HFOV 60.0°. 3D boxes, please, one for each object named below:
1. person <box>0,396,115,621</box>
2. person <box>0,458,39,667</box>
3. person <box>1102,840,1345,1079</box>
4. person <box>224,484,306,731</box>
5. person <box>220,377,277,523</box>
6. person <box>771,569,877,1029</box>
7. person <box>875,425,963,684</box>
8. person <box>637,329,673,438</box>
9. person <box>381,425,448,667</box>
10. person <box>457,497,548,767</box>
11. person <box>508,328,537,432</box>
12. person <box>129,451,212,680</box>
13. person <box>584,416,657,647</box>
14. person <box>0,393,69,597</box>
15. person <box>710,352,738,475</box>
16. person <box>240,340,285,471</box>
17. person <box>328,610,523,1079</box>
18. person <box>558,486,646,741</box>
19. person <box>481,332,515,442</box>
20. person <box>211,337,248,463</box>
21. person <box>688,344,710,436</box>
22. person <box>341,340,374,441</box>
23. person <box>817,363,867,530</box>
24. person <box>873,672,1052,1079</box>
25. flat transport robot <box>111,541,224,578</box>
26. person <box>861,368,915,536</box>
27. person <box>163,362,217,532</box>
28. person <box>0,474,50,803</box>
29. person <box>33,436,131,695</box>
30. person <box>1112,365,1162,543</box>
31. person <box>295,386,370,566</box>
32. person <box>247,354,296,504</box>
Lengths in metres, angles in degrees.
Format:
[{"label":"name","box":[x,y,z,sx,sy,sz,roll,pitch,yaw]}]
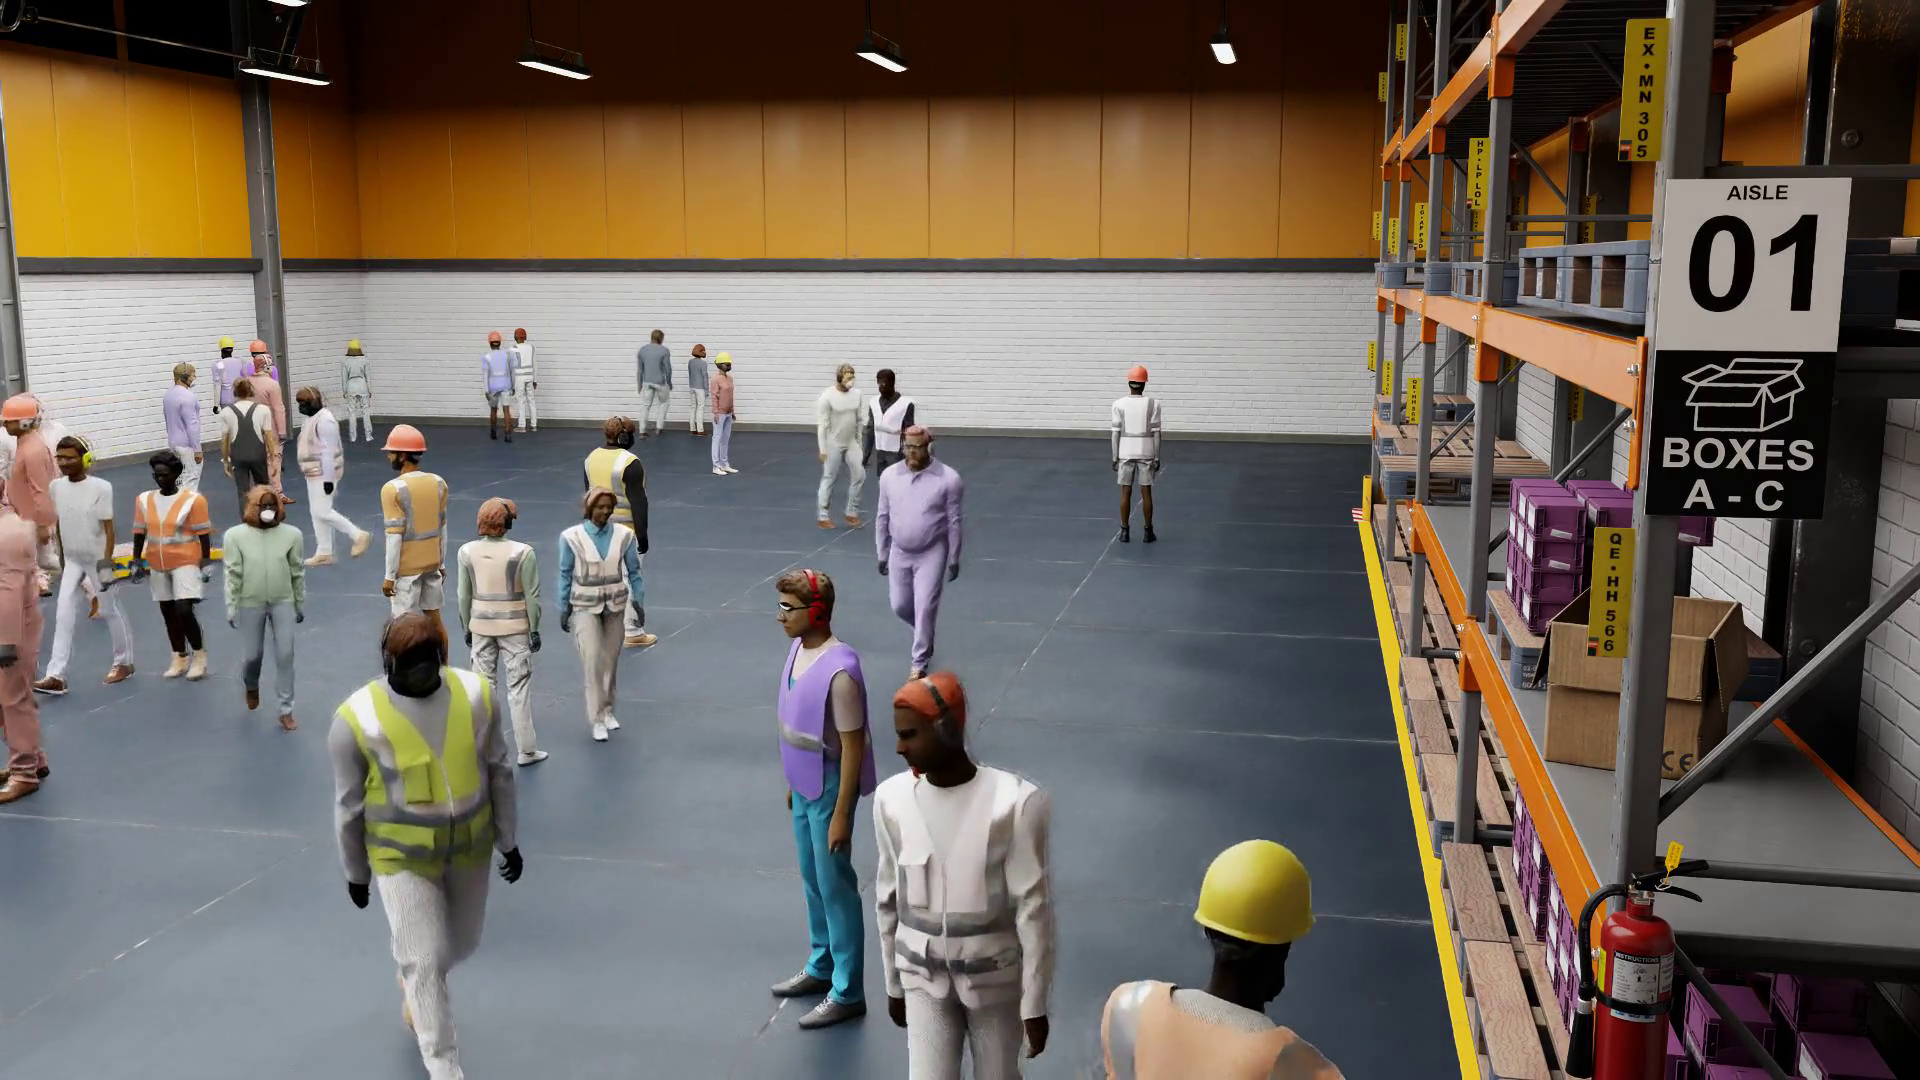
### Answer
[{"label":"person","box":[-7.566,-0.216,13.736,0.885,1.968,0.619,-5,11,-28]},{"label":"person","box":[-7.192,0.121,12.381,0.526,1.749,0.595,9,13,44]},{"label":"person","box":[0.501,1.543,3.431,0.586,1.883,0.994,7,11,34]},{"label":"person","box":[-4.567,0.421,10.944,0.510,1.616,0.585,-6,11,-31]},{"label":"person","box":[-7.703,-0.861,18.045,0.550,1.821,0.731,-3,10,-19]},{"label":"person","box":[-0.540,1.019,6.672,0.373,1.840,0.571,-4,10,-24]},{"label":"person","box":[-0.293,0.083,12.183,0.655,1.883,0.763,3,10,18]},{"label":"person","box":[-5.333,-2.728,29.073,0.651,1.899,0.642,4,10,23]},{"label":"person","box":[-3.782,0.171,11.489,0.359,1.937,0.552,5,11,27]},{"label":"person","box":[-2.774,0.559,10.045,0.515,1.641,0.315,2,10,10]},{"label":"person","box":[-7.897,-2.884,30.063,0.346,1.882,0.578,8,13,41]},{"label":"person","box":[-5.751,0.196,12.096,0.547,1.685,0.448,1,9,7]},{"label":"person","box":[-2.691,-0.071,13.242,0.634,1.842,0.429,8,12,38]},{"label":"person","box":[-8.585,-0.447,15.484,0.641,1.863,0.977,-9,13,-42]},{"label":"person","box":[-3.414,-1.830,24.057,0.310,1.772,0.524,4,10,23]},{"label":"person","box":[-10.152,-1.940,24.203,0.545,1.942,0.349,-1,9,-5]},{"label":"person","box":[-1.976,1.126,6.129,0.626,1.820,0.837,-8,12,-40]},{"label":"person","box":[-2.262,0.471,10.648,0.536,1.612,0.683,-6,11,-30]},{"label":"person","box":[-7.892,-2.619,28.490,0.559,1.891,1.006,-4,10,-21]},{"label":"person","box":[-11.155,-2.141,25.448,0.370,1.928,0.585,7,12,35]},{"label":"person","box":[-4.638,-2.665,29.522,0.494,1.624,0.279,8,12,40]},{"label":"person","box":[-10.353,-2.564,28.558,0.485,1.744,0.296,-3,10,-17]},{"label":"person","box":[-1.331,-1.050,18.936,0.645,1.908,0.714,-9,13,-44]},{"label":"person","box":[0.007,1.300,4.954,0.594,1.844,0.838,3,10,16]},{"label":"flat transport robot","box":[-8.146,0.164,16.547,0.652,0.197,1.431,4,10,24]},{"label":"person","box":[-0.779,-0.962,18.469,0.588,1.892,0.454,7,12,38]},{"label":"person","box":[-8.743,-1.039,18.802,0.627,1.934,0.372,8,13,41]},{"label":"person","box":[-5.439,0.543,9.480,0.421,1.872,0.691,-8,13,-42]},{"label":"person","box":[-6.242,0.185,11.755,0.552,1.827,0.945,1,10,7]},{"label":"person","box":[1.924,-0.934,18.144,0.542,1.939,0.365,2,10,10]},{"label":"person","box":[-6.360,-0.643,16.753,0.572,1.820,0.651,-7,11,-34]},{"label":"person","box":[-8.741,-1.392,21.003,0.651,1.907,0.409,4,10,25]}]
